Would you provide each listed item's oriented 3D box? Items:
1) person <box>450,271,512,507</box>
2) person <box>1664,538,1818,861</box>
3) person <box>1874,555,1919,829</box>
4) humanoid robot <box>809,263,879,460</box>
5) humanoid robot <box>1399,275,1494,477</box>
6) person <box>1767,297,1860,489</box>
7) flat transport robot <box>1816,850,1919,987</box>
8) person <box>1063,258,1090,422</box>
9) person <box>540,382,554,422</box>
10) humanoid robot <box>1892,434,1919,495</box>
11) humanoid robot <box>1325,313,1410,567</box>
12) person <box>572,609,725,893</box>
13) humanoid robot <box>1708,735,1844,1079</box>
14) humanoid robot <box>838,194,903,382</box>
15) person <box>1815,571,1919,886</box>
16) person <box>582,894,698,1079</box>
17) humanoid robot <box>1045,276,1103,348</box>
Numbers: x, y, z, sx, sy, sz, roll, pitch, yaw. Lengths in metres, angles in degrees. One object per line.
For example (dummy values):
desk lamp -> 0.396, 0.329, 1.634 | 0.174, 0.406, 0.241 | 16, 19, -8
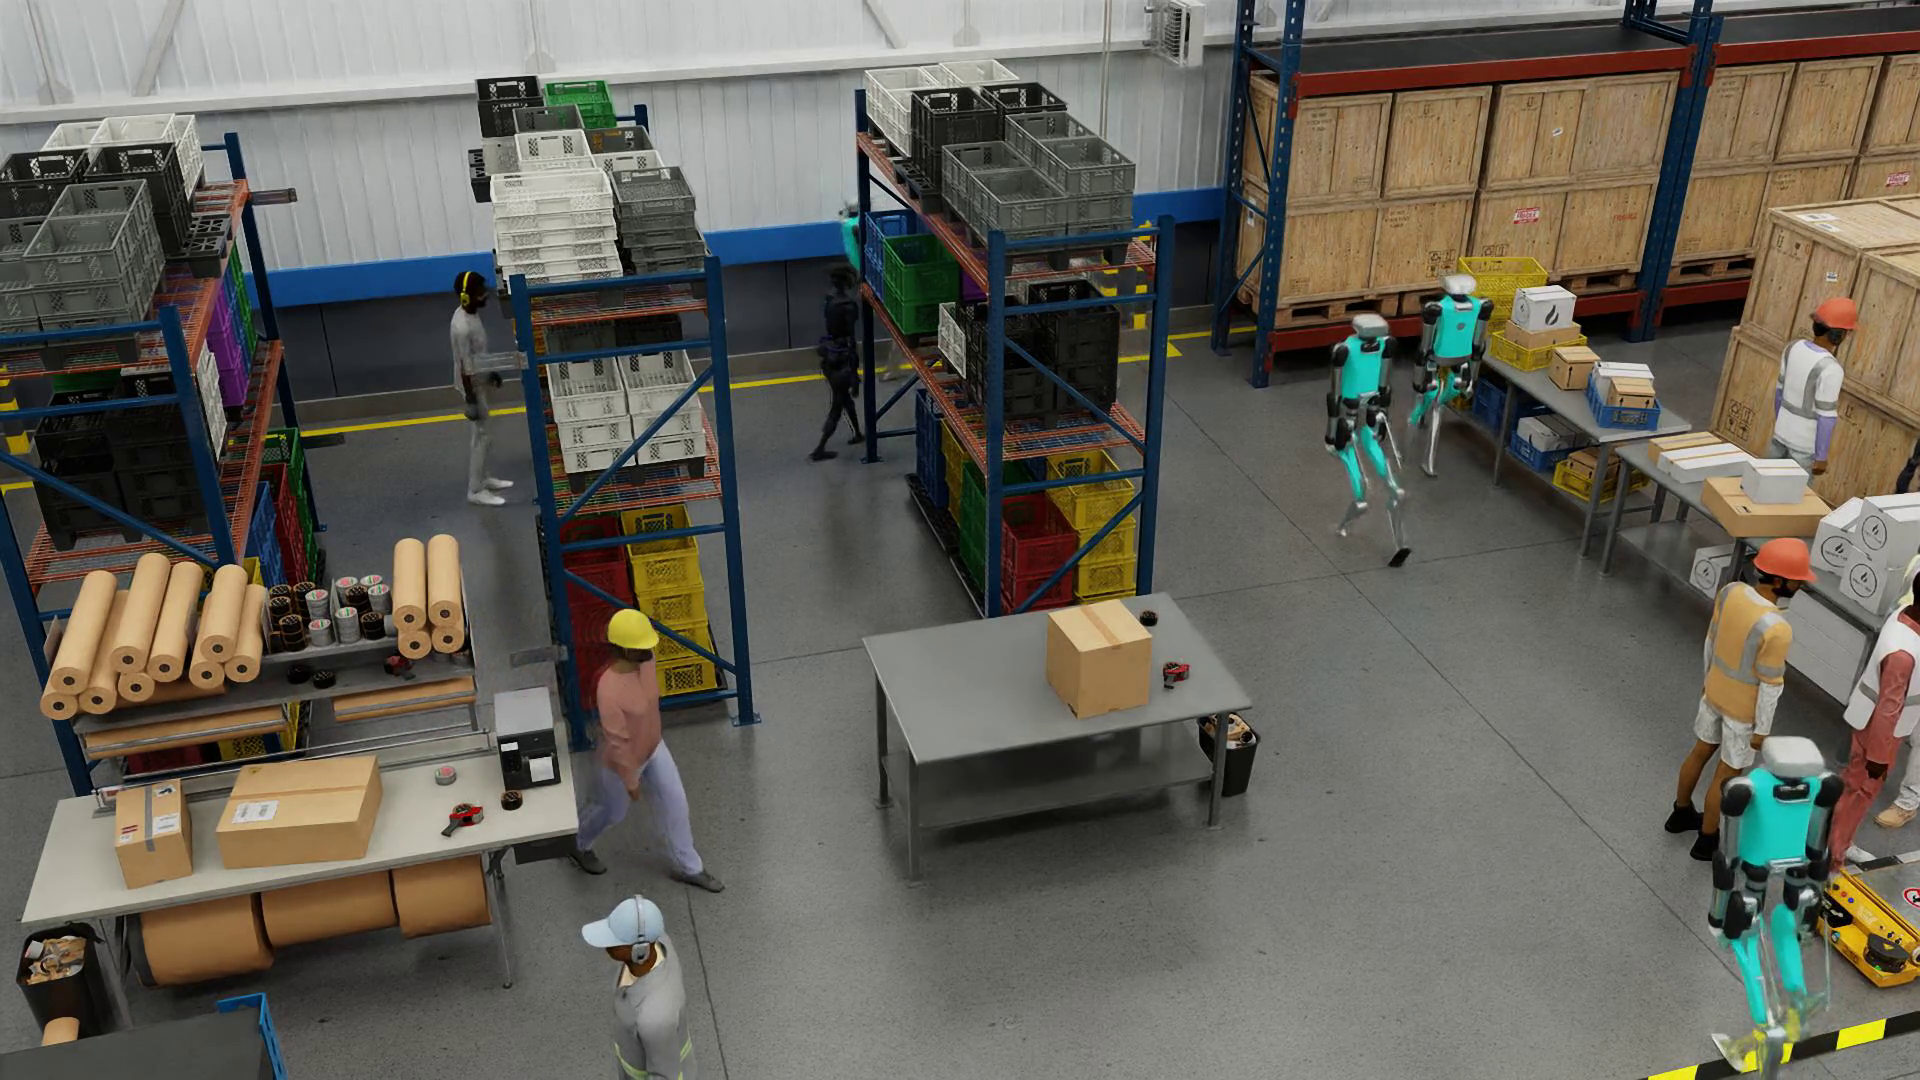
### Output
person -> -3.664, -1.170, 12.642 | 0.353, 1.857, 0.622 | -4, 29, -6
person -> 4.182, 0.845, 8.895 | 0.366, 1.933, 0.550 | -5, 29, -9
person -> 5.319, 0.742, 9.191 | 0.429, 1.837, 0.622 | -10, 30, -18
humanoid robot -> -0.957, -1.446, 13.368 | 0.684, 1.627, 0.598 | -13, 31, -22
humanoid robot -> 3.721, -1.246, 13.023 | 0.546, 1.887, 0.751 | -3, 29, -6
person -> 5.899, -0.727, 11.645 | 0.369, 2.043, 0.607 | -3, 29, -6
flat transport robot -> 5.163, 1.916, 8.676 | 1.431, 0.231, 0.659 | -8, 30, -14
person -> 0.914, -1.699, 13.645 | 0.534, 1.815, 0.601 | 16, 33, 27
person -> -3.215, -1.366, 13.113 | 0.483, 1.744, 0.297 | 0, 29, -1
humanoid robot -> 6.599, -0.288, 11.254 | 0.589, 1.644, 0.602 | 4, 29, 7
humanoid robot -> 3.007, -0.656, 11.849 | 0.540, 1.772, 0.933 | -12, 31, -21
person -> -1.737, 1.089, 8.662 | 0.875, 1.725, 0.521 | 13, 31, 22
humanoid robot -> 3.671, 1.836, 7.361 | 0.557, 1.813, 0.937 | -3, 29, -5
humanoid robot -> -0.656, -2.180, 14.651 | 0.816, 1.811, 0.536 | -10, 30, -18
person -> 4.816, 0.971, 8.682 | 0.376, 1.917, 0.597 | 17, 33, 28
person -> -1.229, 2.145, 6.614 | 0.365, 1.852, 0.589 | -8, 30, -14
humanoid robot -> 1.064, -2.025, 14.342 | 0.925, 1.791, 0.567 | 12, 31, 20
